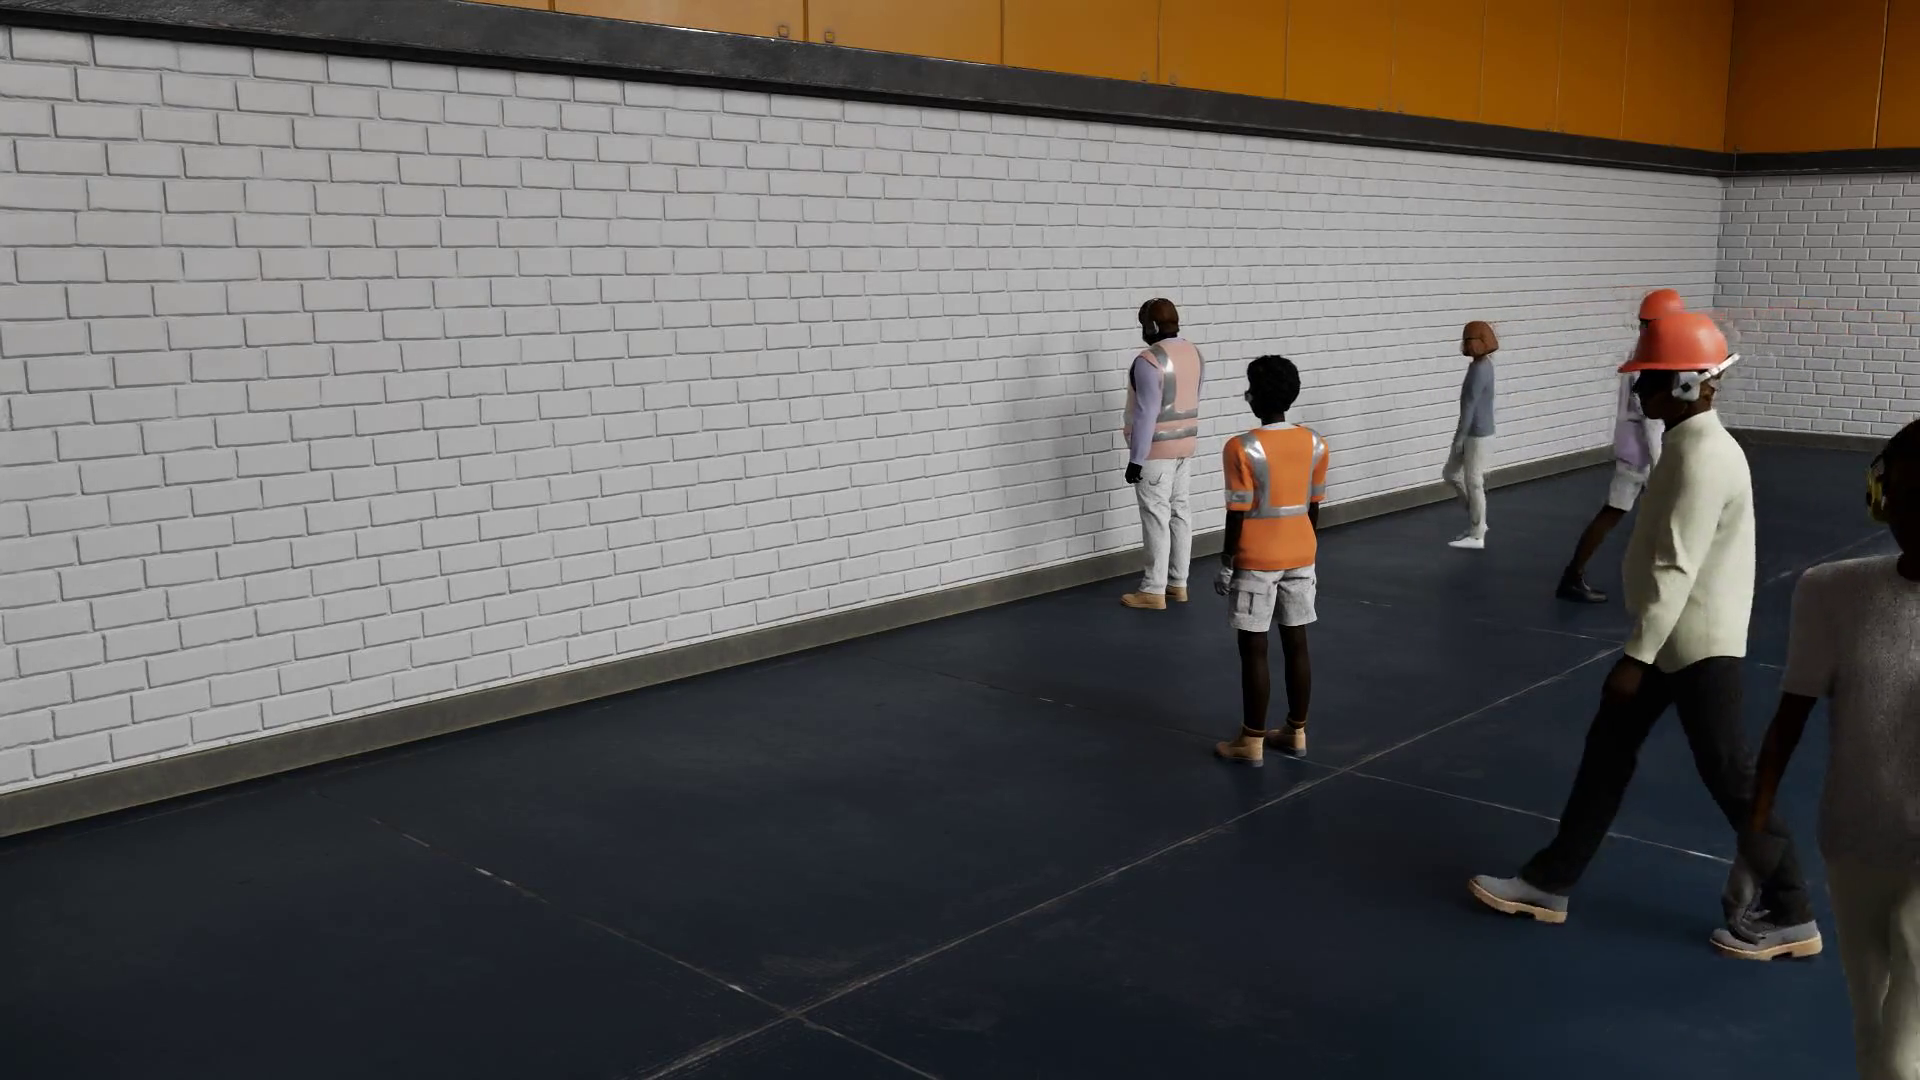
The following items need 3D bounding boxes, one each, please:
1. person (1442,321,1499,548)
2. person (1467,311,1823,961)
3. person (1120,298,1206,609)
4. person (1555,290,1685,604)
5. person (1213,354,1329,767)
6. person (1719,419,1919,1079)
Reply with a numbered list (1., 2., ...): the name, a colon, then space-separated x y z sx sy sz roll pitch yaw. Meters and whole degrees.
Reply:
1. person: 3.602 -0.736 11.778 0.352 1.618 0.501 2 10 14
2. person: 2.147 0.295 4.999 1.021 1.947 0.622 2 10 14
3. person: 1.179 -0.509 9.869 0.429 1.838 0.621 8 13 38
4. person: 4.053 -0.519 9.783 1.019 1.884 0.564 4 11 23
5. person: 1.274 0.087 6.862 0.532 1.698 0.319 -6 12 -32
6. person: 1.829 0.655 3.298 0.993 1.813 0.535 -10 14 -44
